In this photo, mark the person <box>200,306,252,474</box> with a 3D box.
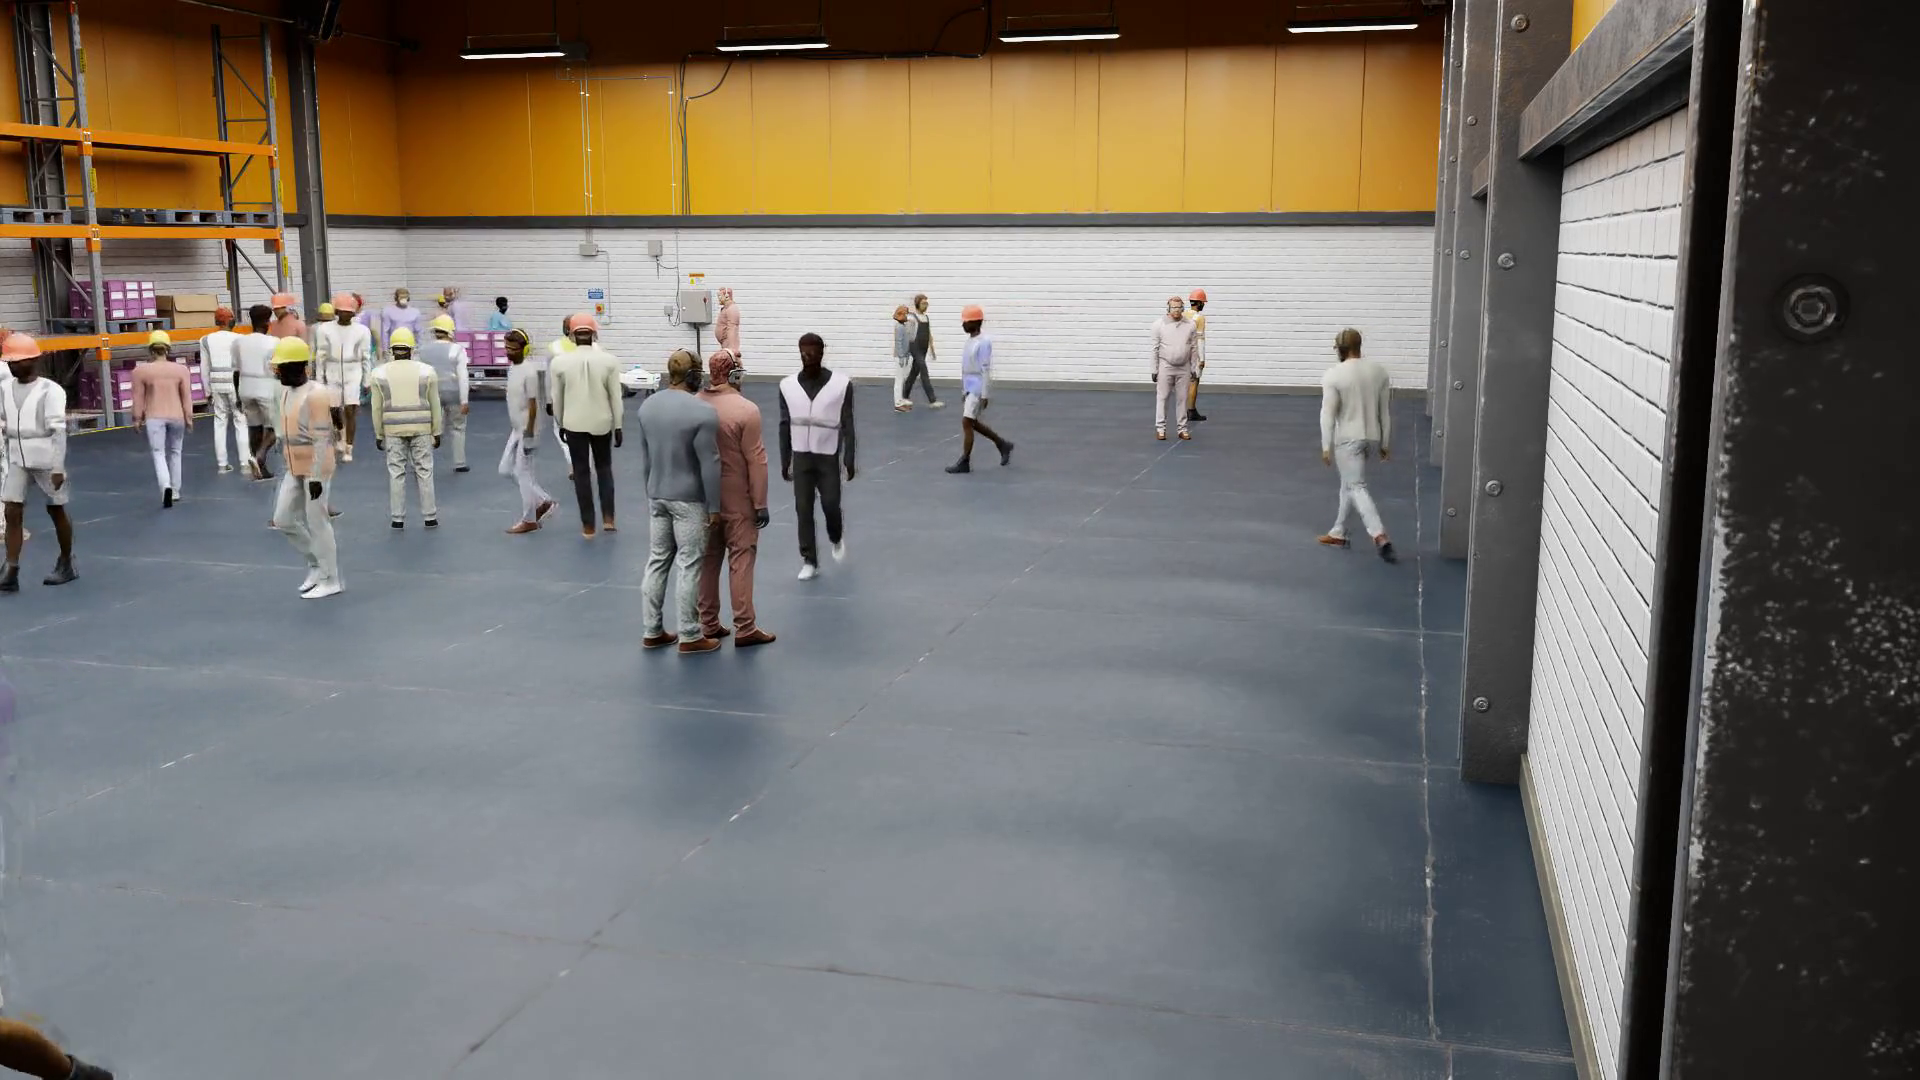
[{"bbox_3d":[-8.213,-1.679,18.701,0.584,1.882,0.337,0,10,2],"label":"person"}]

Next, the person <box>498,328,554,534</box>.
[{"bbox_3d":[-3.901,-0.960,14.757,0.421,1.840,0.548,-6,12,-31],"label":"person"}]

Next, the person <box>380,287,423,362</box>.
[{"bbox_3d":[-8.763,-3.011,26.129,0.654,1.925,0.547,-6,12,-32],"label":"person"}]

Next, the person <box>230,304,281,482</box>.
[{"bbox_3d":[-7.550,-1.559,17.864,0.622,1.945,0.637,1,10,5],"label":"person"}]

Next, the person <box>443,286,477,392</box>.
[{"bbox_3d":[-8.885,-3.472,28.906,0.926,1.857,0.672,-3,10,-17],"label":"person"}]

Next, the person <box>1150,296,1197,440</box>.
[{"bbox_3d":[2.827,-2.262,21.970,0.640,1.902,0.402,-2,10,-11],"label":"person"}]

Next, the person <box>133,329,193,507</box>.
[{"bbox_3d":[-7.855,-1.205,16.429,0.533,1.737,0.782,-6,12,-31],"label":"person"}]

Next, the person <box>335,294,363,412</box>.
[{"bbox_3d":[-9.422,-2.851,25.495,0.569,1.837,0.738,2,10,11],"label":"person"}]

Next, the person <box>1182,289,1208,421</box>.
[{"bbox_3d":[3.452,-2.715,24.445,0.382,1.932,0.541,-5,11,-26],"label":"person"}]

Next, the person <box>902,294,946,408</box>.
[{"bbox_3d":[-0.639,-2.996,26.419,0.959,1.798,0.526,7,12,33],"label":"person"}]

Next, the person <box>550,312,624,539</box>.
[{"bbox_3d":[-3.289,-1.013,14.682,0.605,1.966,0.688,-3,11,-18],"label":"person"}]

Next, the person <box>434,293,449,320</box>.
[{"bbox_3d":[-9.165,-3.503,29.440,0.781,1.746,0.528,3,11,18],"label":"person"}]

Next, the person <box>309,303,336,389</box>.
[{"bbox_3d":[-9.273,-2.616,24.443,0.516,1.726,0.428,0,10,-1],"label":"person"}]

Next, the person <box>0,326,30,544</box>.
[{"bbox_3d":[-8.194,-0.909,14.377,0.621,1.866,0.547,3,11,18],"label":"person"}]

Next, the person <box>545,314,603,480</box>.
[{"bbox_3d":[-4.147,-1.516,17.938,0.646,1.826,0.467,-5,11,-27],"label":"person"}]

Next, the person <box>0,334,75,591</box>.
[{"bbox_3d":[-6.900,-0.555,12.271,0.581,1.900,0.887,1,10,8],"label":"person"}]

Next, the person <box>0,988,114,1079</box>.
[{"bbox_3d":[-2.638,0.867,4.232,0.552,1.906,0.905,3,10,17],"label":"person"}]

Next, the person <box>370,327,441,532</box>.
[{"bbox_3d":[-4.960,-0.988,14.933,0.590,1.833,0.404,-3,11,-19],"label":"person"}]

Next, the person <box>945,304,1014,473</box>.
[{"bbox_3d":[0.229,-1.711,18.808,0.811,1.915,0.556,-4,11,-20],"label":"person"}]

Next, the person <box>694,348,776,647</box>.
[{"bbox_3d":[-1.475,-0.270,10.661,0.652,1.906,0.408,6,12,31],"label":"person"}]

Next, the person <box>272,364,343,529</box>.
[{"bbox_3d":[-5.986,-0.915,15.180,0.794,1.603,0.515,-9,13,-40],"label":"person"}]

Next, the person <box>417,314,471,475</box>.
[{"bbox_3d":[-5.718,-1.589,18.401,0.599,1.812,0.710,2,10,14],"label":"person"}]

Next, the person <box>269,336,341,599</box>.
[{"bbox_3d":[-4.742,-0.513,12.039,0.596,1.911,0.428,8,13,38],"label":"person"}]

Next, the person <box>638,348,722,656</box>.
[{"bbox_3d":[-1.749,-0.239,10.458,0.644,1.927,0.391,7,12,33],"label":"person"}]

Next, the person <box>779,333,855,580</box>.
[{"bbox_3d":[-1.100,-0.660,12.887,0.607,1.897,0.598,2,10,9],"label":"person"}]

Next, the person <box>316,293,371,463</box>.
[{"bbox_3d":[-7.346,-1.944,19.869,0.650,2.010,0.766,-2,10,-14],"label":"person"}]

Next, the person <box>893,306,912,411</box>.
[{"bbox_3d":[-0.898,-2.817,25.856,0.286,1.633,0.499,1,10,4],"label":"person"}]

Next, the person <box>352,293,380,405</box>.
[{"bbox_3d":[-9.662,-3.106,27.014,0.580,1.808,0.796,3,11,19],"label":"person"}]

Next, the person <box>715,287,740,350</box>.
[{"bbox_3d":[-3.777,-3.159,27.060,0.402,1.901,0.647,-2,10,-13],"label":"person"}]

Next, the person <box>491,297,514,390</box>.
[{"bbox_3d":[-7.997,-3.469,29.438,0.797,1.648,0.558,1,10,6],"label":"person"}]

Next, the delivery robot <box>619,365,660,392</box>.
[{"bbox_3d":[-5.407,-2.694,27.944,0.707,0.478,0.477,2,10,9],"label":"delivery robot"}]

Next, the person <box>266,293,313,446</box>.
[{"bbox_3d":[-8.683,-2.169,21.261,0.619,1.956,0.902,5,11,28],"label":"person"}]

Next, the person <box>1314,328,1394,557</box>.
[{"bbox_3d":[3.309,-0.801,13.750,0.637,1.895,0.939,-5,11,-27],"label":"person"}]
